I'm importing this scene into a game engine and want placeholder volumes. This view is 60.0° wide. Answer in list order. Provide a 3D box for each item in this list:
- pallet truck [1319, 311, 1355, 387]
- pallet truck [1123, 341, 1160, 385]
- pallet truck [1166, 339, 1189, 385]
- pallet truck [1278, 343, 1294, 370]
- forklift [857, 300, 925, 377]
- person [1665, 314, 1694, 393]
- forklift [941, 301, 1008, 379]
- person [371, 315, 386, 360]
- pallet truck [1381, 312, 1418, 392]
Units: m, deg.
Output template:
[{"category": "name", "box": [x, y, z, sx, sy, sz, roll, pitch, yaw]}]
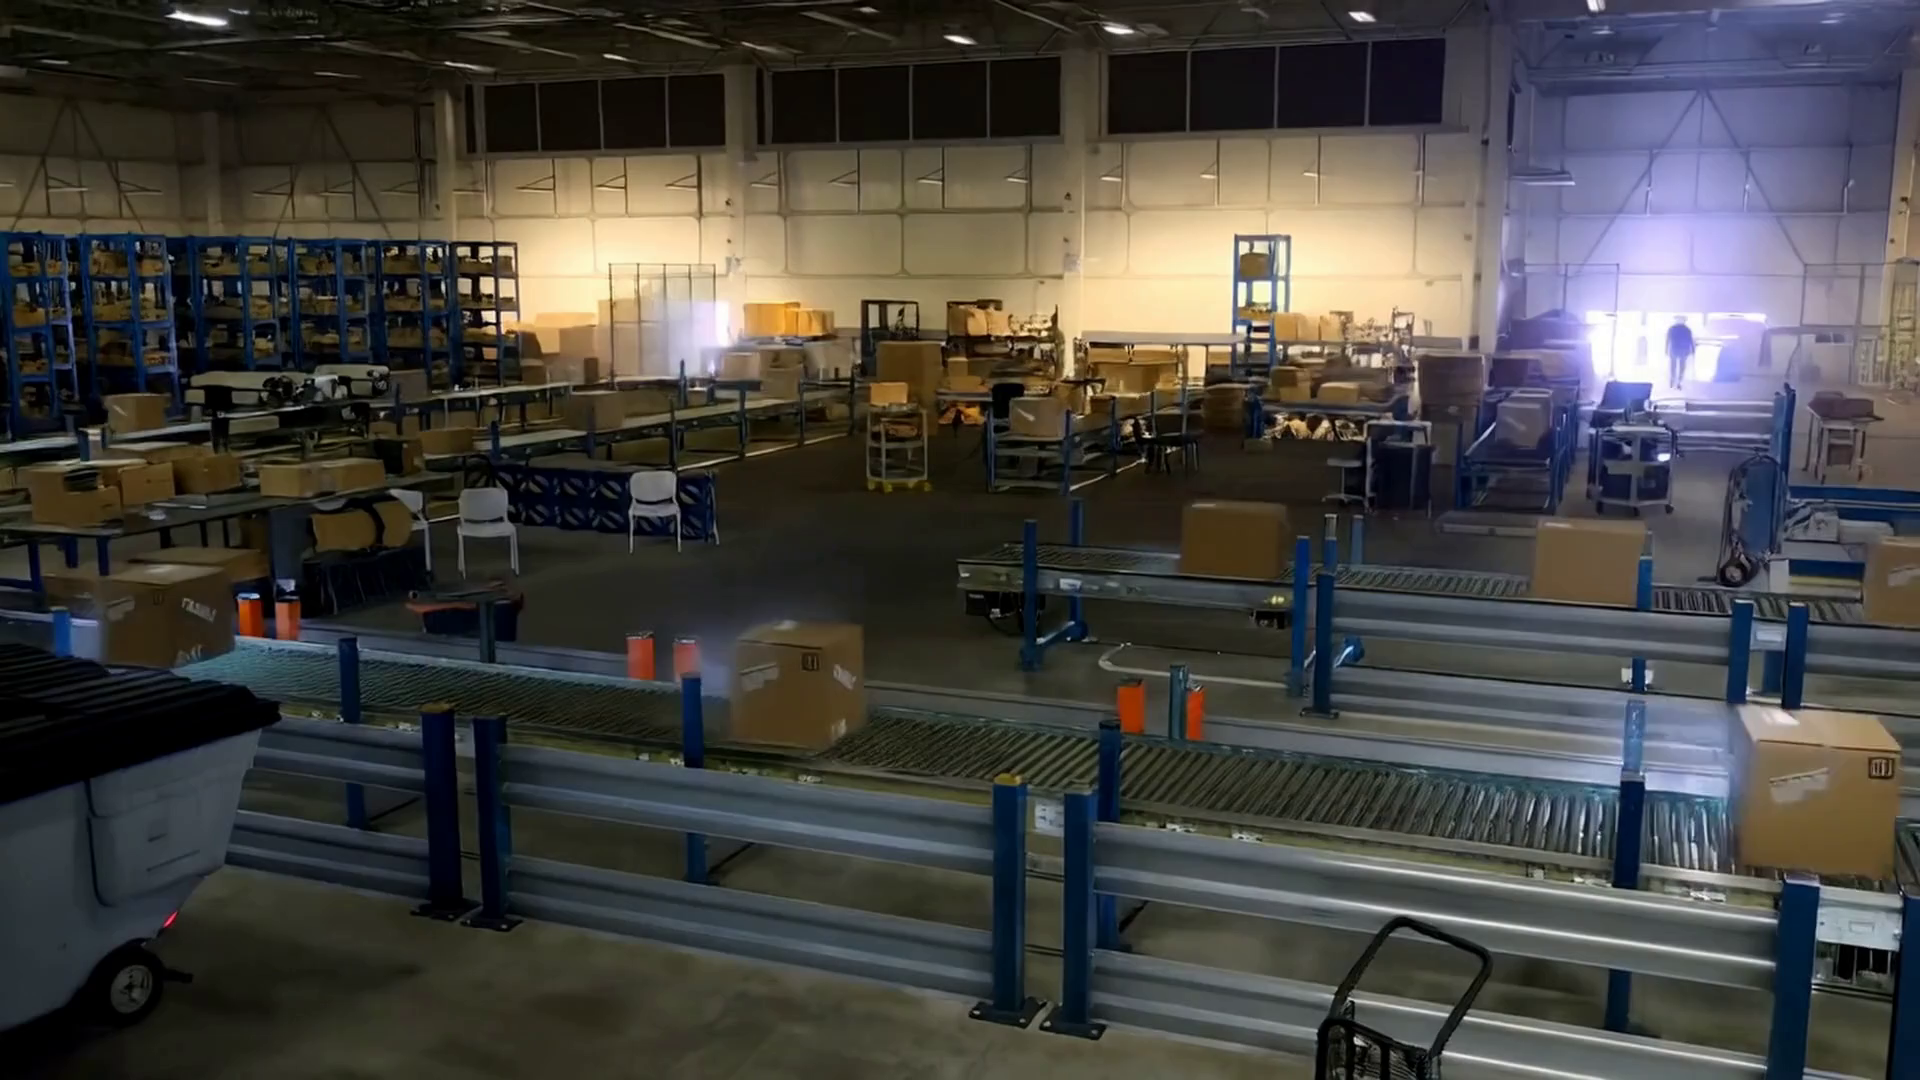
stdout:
[{"category": "pallet truck", "box": [9.071, -4.419, 39.190, 0.823, 1.965, 1.885, 5, 10, 26]}, {"category": "pallet truck", "box": [4.445, -4.380, 41.279, 0.680, 1.201, 1.601, 4, 10, 22]}, {"category": "pallet truck", "box": [5.418, -4.269, 40.420, 0.704, 1.261, 1.522, 3, 10, 20]}, {"category": "pallet truck", "box": [7.886, -4.163, 39.743, 0.653, 1.274, 1.630, 4, 10, 22]}, {"category": "forklift", "box": [-1.732, -5.109, 42.468, 1.157, 1.987, 2.680, 4, 10, 22]}, {"category": "person", "box": [17.209, -4.456, 39.742, 0.446, 1.887, 0.665, -8, 12, -40]}, {"category": "forklift", "box": [0.365, -4.966, 41.571, 1.157, 1.987, 2.680, 3, 10, 20]}, {"category": "person", "box": [-15.968, -5.369, 45.565, 0.591, 1.787, 0.987, 2, 10, 14]}, {"category": "pallet truck", "box": [10.207, -4.283, 38.369, 0.823, 1.965, 1.885, 3, 10, 20]}]
